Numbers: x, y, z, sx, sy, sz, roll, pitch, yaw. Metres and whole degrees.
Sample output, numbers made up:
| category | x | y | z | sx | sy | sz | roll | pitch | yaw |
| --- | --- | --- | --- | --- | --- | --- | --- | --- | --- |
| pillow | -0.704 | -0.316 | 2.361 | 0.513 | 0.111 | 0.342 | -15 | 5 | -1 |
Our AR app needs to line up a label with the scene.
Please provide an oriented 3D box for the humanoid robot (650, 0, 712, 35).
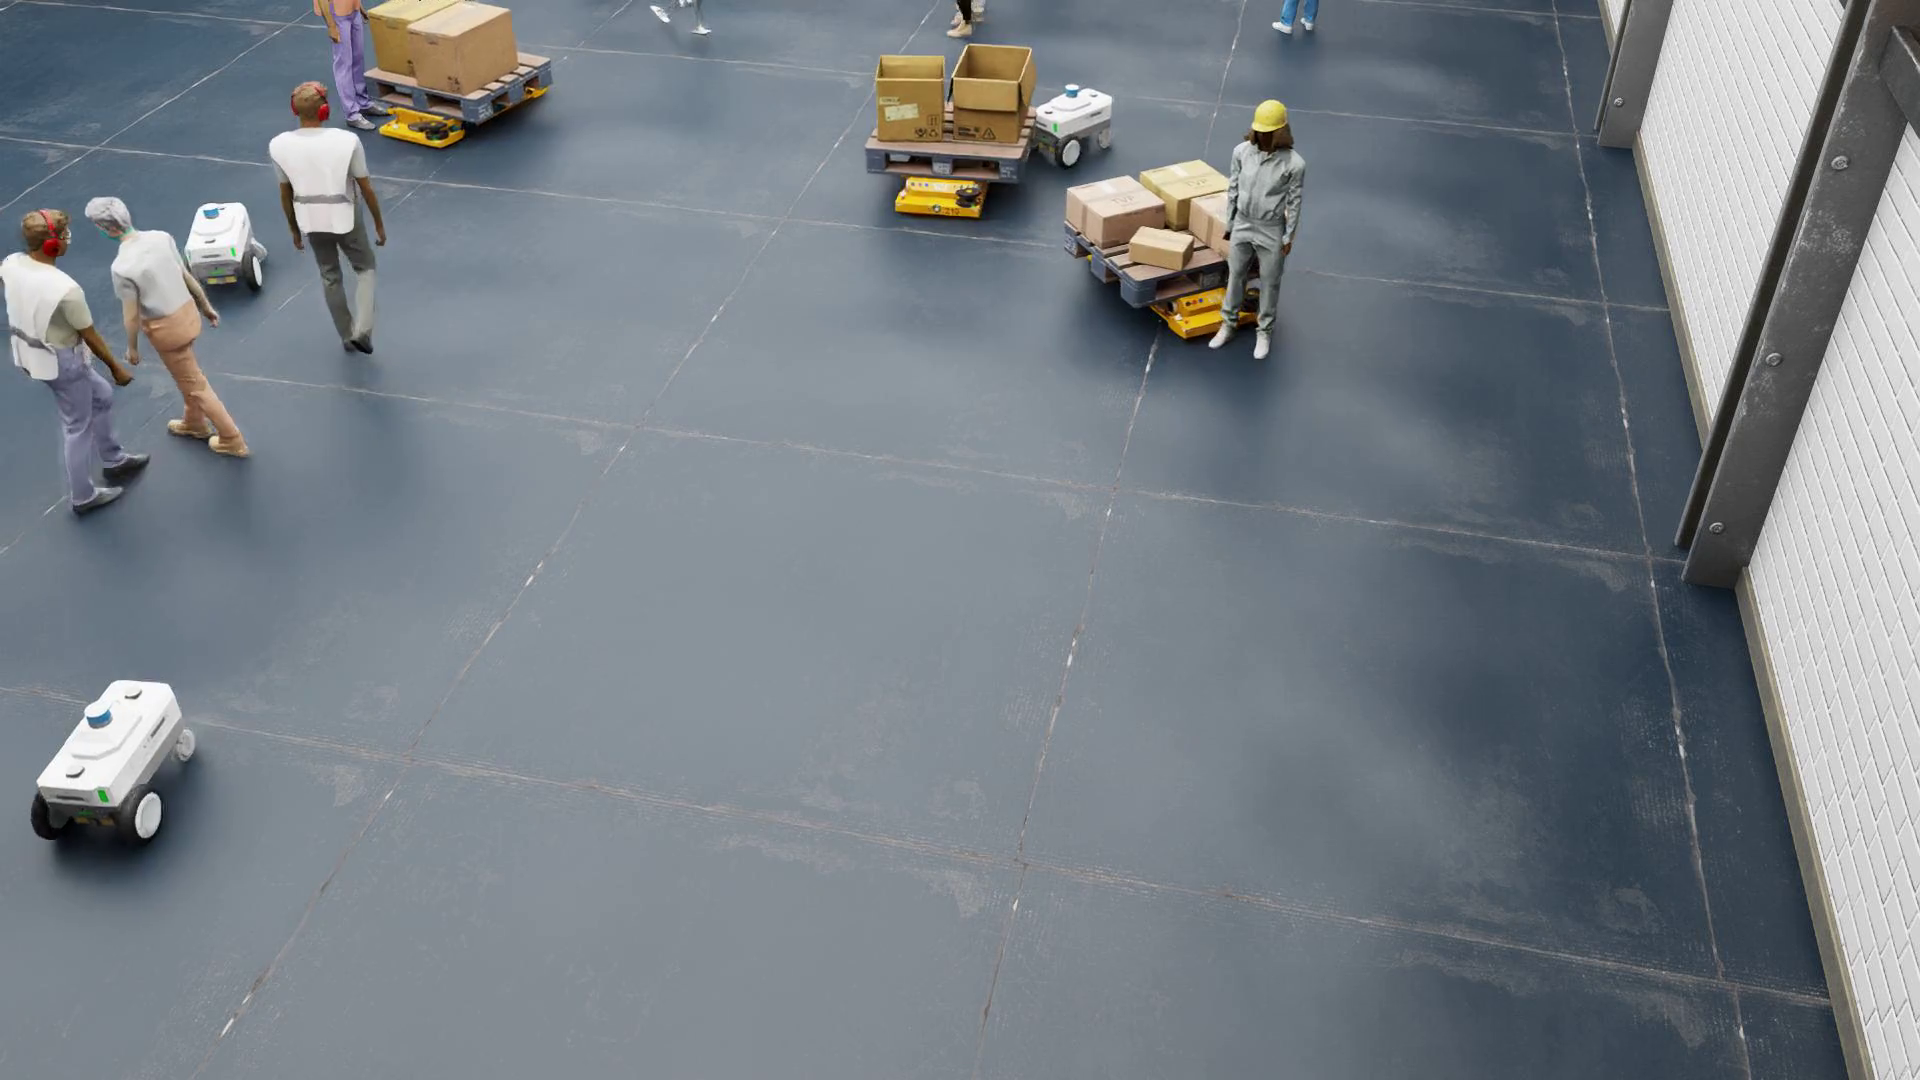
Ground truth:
| category | x | y | z | sx | sy | sz | roll | pitch | yaw |
| --- | --- | --- | --- | --- | --- | --- | --- | --- | --- |
| humanoid robot | -2.550 | -5.458 | 15.317 | 1.037 | 1.723 | 0.534 | 29 | 46 | 33 |

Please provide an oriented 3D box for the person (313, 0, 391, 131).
| category | x | y | z | sx | sy | sz | roll | pitch | yaw |
| --- | --- | --- | --- | --- | --- | --- | --- | --- | --- |
| person | -5.086 | -4.323 | 13.693 | 0.389 | 1.838 | 0.562 | 6 | 37 | 8 |

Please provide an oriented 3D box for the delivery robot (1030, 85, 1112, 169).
| category | x | y | z | sx | sy | sz | roll | pitch | yaw |
| --- | --- | --- | --- | --- | --- | --- | --- | --- | --- |
| delivery robot | 0.884 | -3.390 | 13.517 | 0.781 | 0.595 | 0.499 | -29 | 46 | -33 |

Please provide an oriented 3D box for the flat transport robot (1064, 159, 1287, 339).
| category | x | y | z | sx | sy | sz | roll | pitch | yaw |
| --- | --- | --- | --- | --- | --- | --- | --- | --- | --- |
| flat transport robot | 1.484 | -1.875 | 11.727 | 0.659 | 0.231 | 1.431 | -16 | 40 | -21 |

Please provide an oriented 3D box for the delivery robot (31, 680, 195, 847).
| category | x | y | z | sx | sy | sz | roll | pitch | yaw |
| --- | --- | --- | --- | --- | --- | --- | --- | --- | --- |
| delivery robot | -3.882 | 1.011 | 7.633 | 0.499 | 0.602 | 0.801 | 4 | 37 | 5 |

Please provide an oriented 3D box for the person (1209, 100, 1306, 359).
| category | x | y | z | sx | sy | sz | roll | pitch | yaw |
| --- | --- | --- | --- | --- | --- | --- | --- | --- | --- |
| person | 1.910 | -1.976 | 10.630 | 0.486 | 1.743 | 0.313 | 19 | 41 | 23 |

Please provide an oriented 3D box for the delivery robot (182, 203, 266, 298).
| category | x | y | z | sx | sy | sz | roll | pitch | yaw |
| --- | --- | --- | --- | --- | --- | --- | --- | --- | --- |
| delivery robot | -5.215 | -2.061 | 11.753 | 0.523 | 0.614 | 0.785 | -8 | 38 | -11 |

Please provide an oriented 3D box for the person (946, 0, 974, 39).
| category | x | y | z | sx | sy | sz | roll | pitch | yaw |
| --- | --- | --- | --- | --- | --- | --- | --- | --- | --- |
| person | -0.048 | -5.480 | 15.371 | 0.396 | 1.670 | 0.549 | 2 | 37 | 2 |

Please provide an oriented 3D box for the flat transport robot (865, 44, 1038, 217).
| category | x | y | z | sx | sy | sz | roll | pitch | yaw |
| --- | --- | --- | --- | --- | --- | --- | --- | --- | --- |
| flat transport robot | -0.050 | -2.958 | 13.177 | 0.659 | 0.231 | 1.431 | 6 | 37 | 8 |

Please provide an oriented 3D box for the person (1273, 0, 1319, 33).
| category | x | y | z | sx | sy | sz | roll | pitch | yaw |
| --- | --- | --- | --- | --- | --- | --- | --- | --- | --- |
| person | 3.230 | -5.598 | 15.490 | 0.495 | 1.729 | 0.366 | -13 | 39 | -17 |

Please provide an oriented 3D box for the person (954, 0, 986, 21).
| category | x | y | z | sx | sy | sz | roll | pitch | yaw |
| --- | --- | --- | --- | --- | --- | --- | --- | --- | --- |
| person | 0.125 | -5.882 | 15.741 | 0.355 | 1.884 | 0.574 | 3 | 37 | 5 |

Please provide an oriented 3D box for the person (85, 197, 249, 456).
| category | x | y | z | sx | sy | sz | roll | pitch | yaw |
| --- | --- | --- | --- | --- | --- | --- | --- | --- | --- |
| person | -4.647 | -1.240 | 9.682 | 0.723 | 1.699 | 0.548 | 8 | 38 | 11 |

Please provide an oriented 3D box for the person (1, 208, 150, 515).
| category | x | y | z | sx | sy | sz | roll | pitch | yaw |
| --- | --- | --- | --- | --- | --- | --- | --- | --- | --- |
| person | -4.903 | -1.000 | 9.269 | 0.600 | 1.806 | 0.711 | 25 | 44 | 30 |

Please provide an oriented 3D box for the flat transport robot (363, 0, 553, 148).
| category | x | y | z | sx | sy | sz | roll | pitch | yaw |
| --- | --- | --- | --- | --- | --- | --- | --- | --- | --- |
| flat transport robot | -4.233 | -3.735 | 14.216 | 0.659 | 0.231 | 1.431 | 17 | 40 | 21 |

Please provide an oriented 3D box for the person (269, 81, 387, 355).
| category | x | y | z | sx | sy | sz | roll | pitch | yaw |
| --- | --- | --- | --- | --- | --- | --- | --- | --- | --- |
| person | -3.978 | -1.980 | 10.568 | 0.601 | 1.819 | 0.521 | -1 | 37 | -2 |
